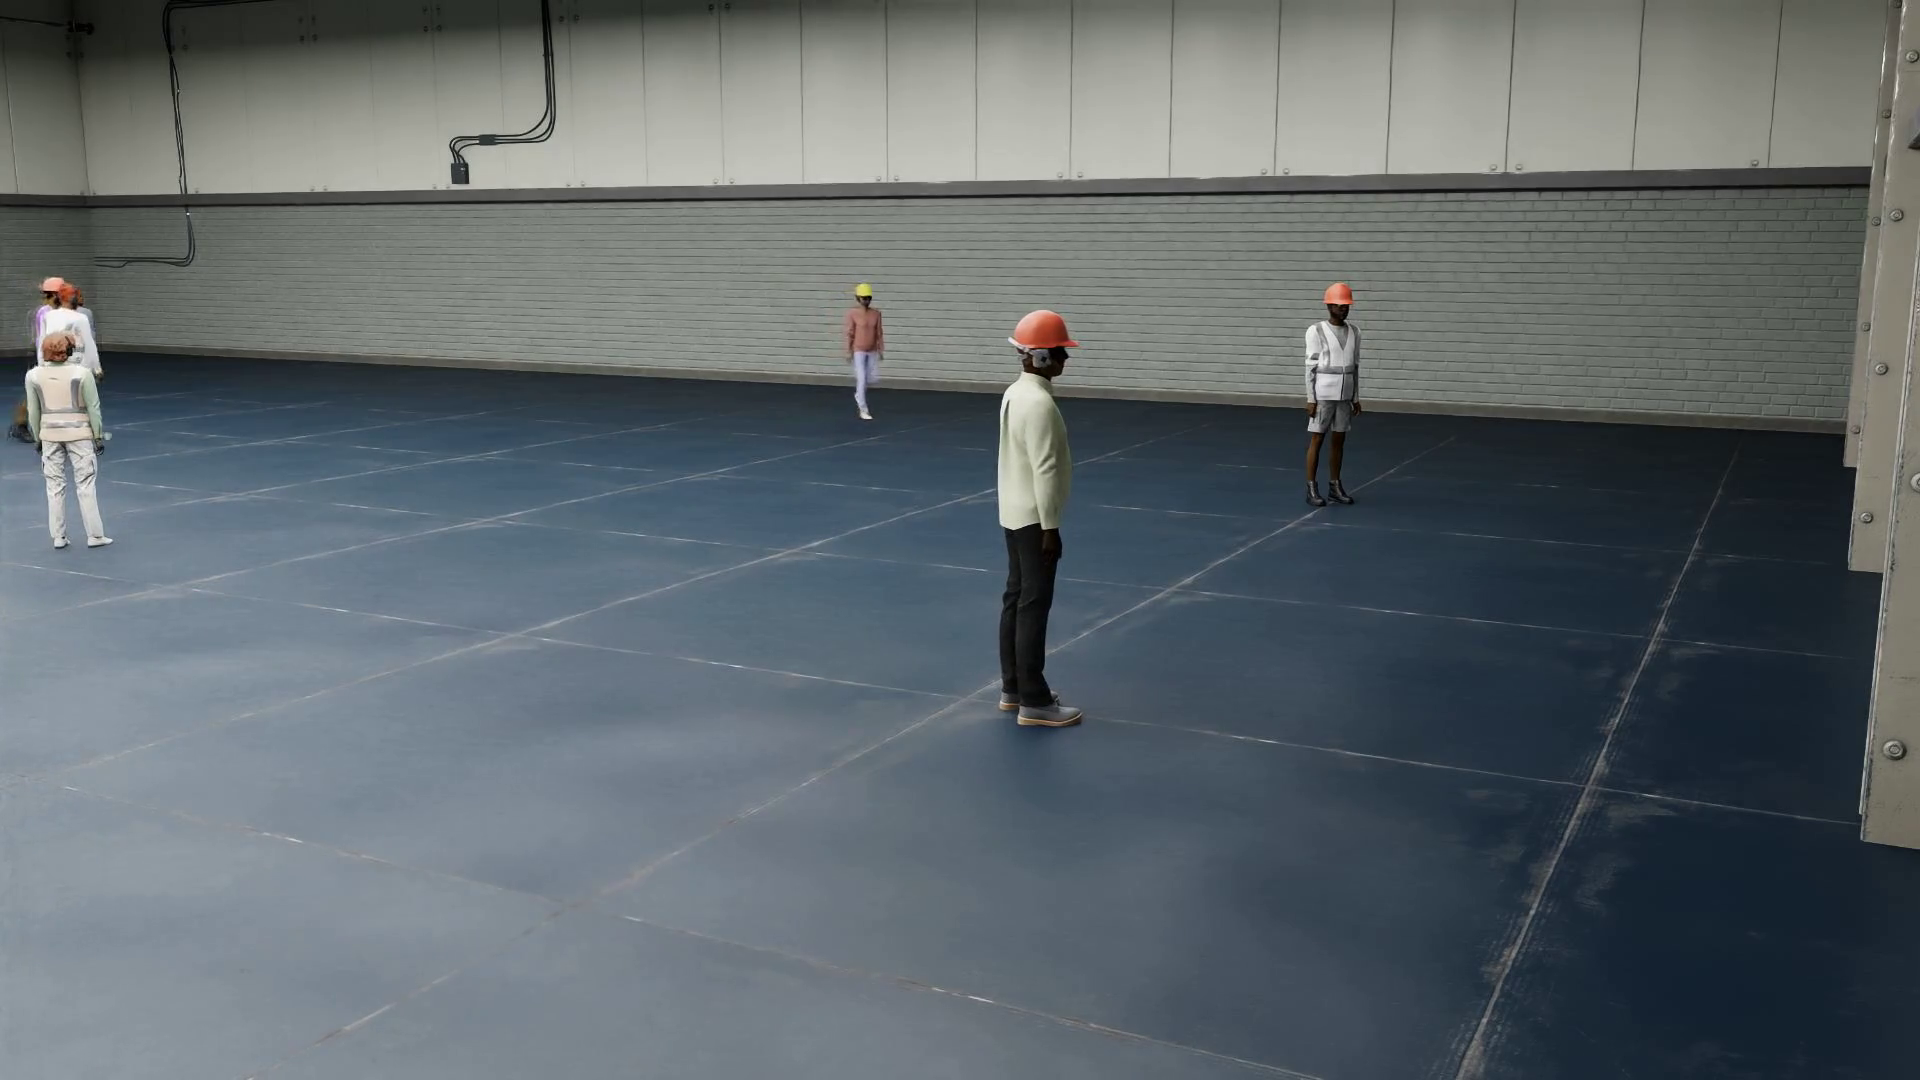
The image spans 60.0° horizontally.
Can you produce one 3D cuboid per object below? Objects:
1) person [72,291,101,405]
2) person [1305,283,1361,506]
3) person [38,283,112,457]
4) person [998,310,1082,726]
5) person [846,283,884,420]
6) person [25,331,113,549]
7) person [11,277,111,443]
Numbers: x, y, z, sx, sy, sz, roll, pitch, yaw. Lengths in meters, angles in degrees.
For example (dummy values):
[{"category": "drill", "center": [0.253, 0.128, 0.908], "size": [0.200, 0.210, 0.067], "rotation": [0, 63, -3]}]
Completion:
[{"category": "person", "center": [-12.136, -2.644, 22.868], "size": [0.504, 1.632, 0.269], "rotation": [-1, 10, -8]}, {"category": "person", "center": [3.267, -1.264, 14.514], "size": [0.543, 1.939, 0.360], "rotation": [-4, 11, -21]}, {"category": "person", "center": [-9.468, -1.817, 17.794], "size": [0.577, 1.832, 0.990], "rotation": [4, 11, 21]}, {"category": "person", "center": [0.374, -0.107, 8.051], "size": [0.379, 1.996, 0.609], "rotation": [-2, 11, -13]}, {"category": "person", "center": [-1.250, -2.429, 21.381], "size": [0.542, 1.749, 0.493], "rotation": [-7, 12, -33]}, {"category": "person", "center": [-6.705, -0.745, 12.496], "size": [0.514, 1.642, 0.310], "rotation": [-1, 10, -6]}, {"category": "person", "center": [-10.319, -2.034, 18.884], "size": [1.034, 1.885, 0.555], "rotation": [-1, 10, -5]}]
